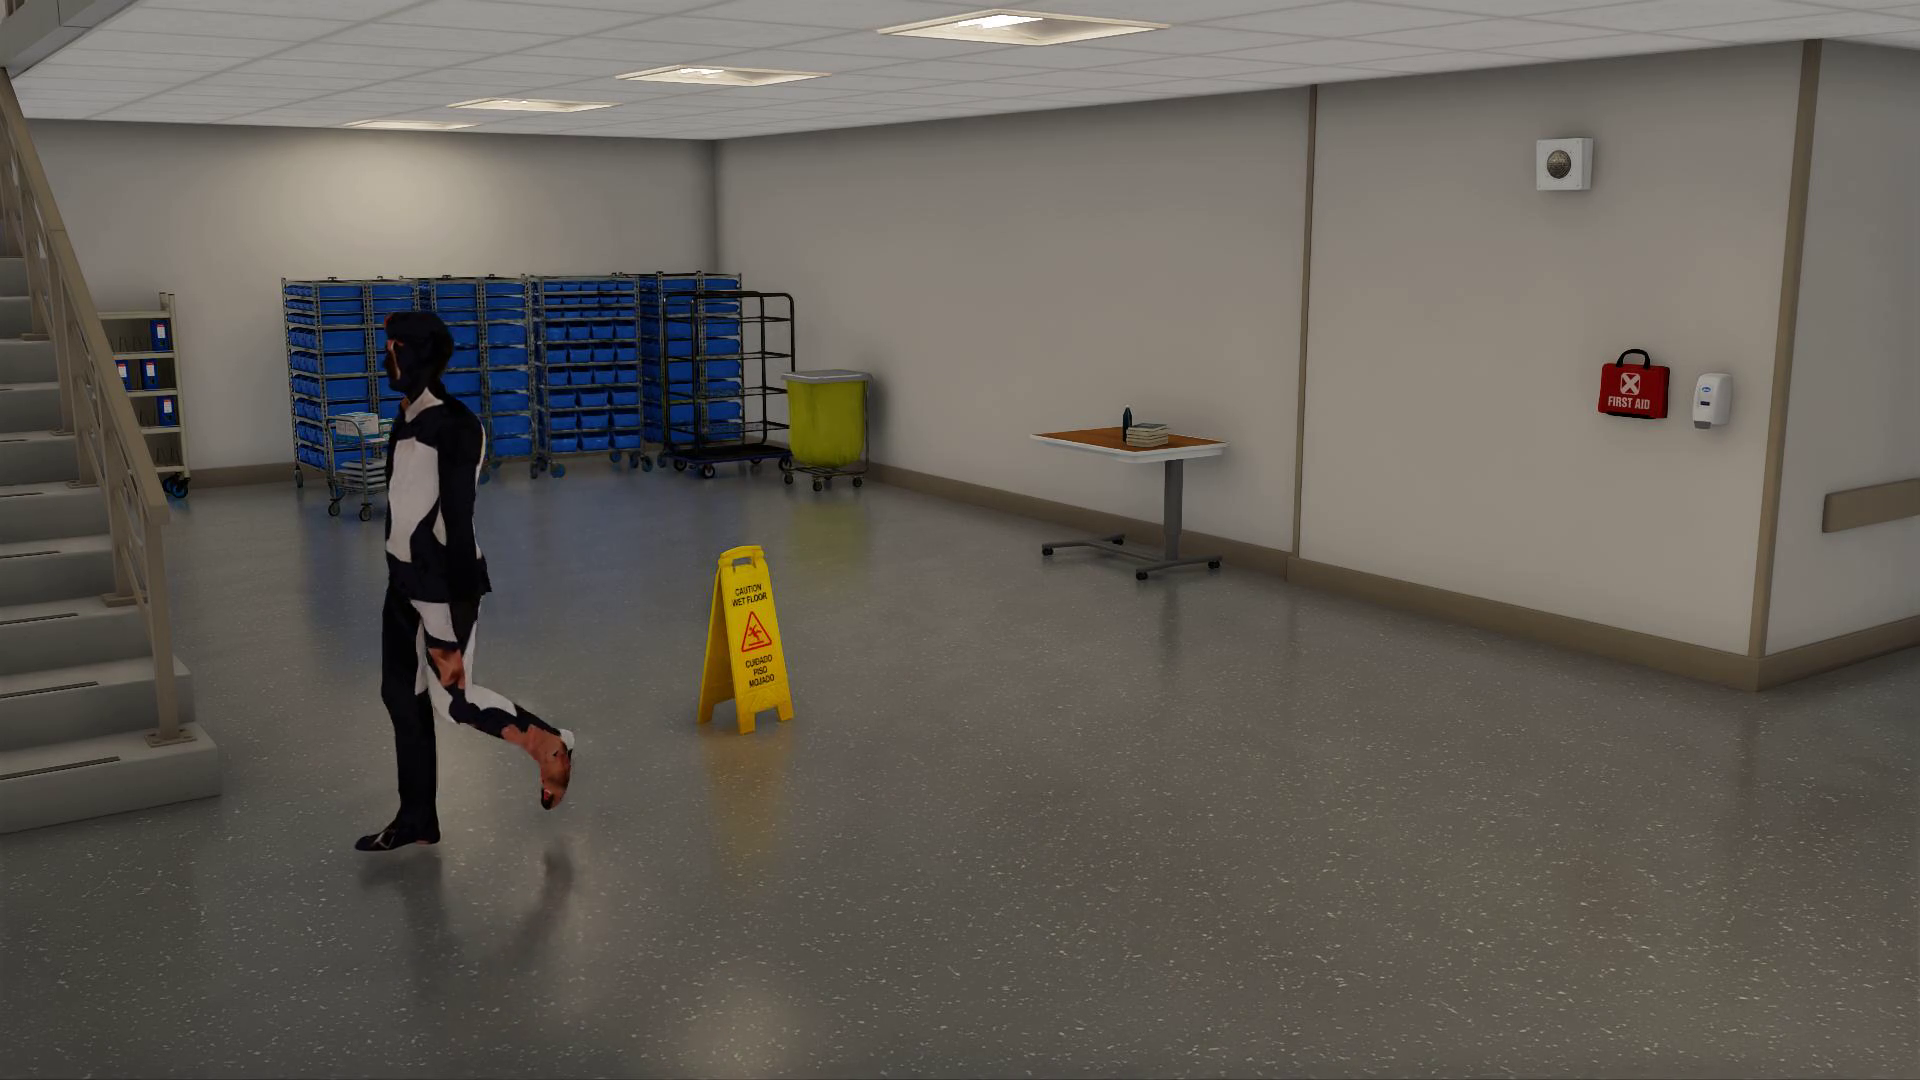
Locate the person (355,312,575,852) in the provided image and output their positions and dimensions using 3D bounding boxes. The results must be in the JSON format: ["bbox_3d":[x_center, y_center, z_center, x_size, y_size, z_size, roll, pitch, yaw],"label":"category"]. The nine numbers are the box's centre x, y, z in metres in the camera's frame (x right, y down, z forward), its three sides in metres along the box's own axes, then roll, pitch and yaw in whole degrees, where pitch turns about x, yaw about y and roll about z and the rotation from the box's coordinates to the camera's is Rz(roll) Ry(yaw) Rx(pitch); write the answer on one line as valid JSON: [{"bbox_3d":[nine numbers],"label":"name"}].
[{"bbox_3d":[-1.753,0.157,5.823,0.844,1.872,1.011,-10,14,-42],"label":"person"}]
